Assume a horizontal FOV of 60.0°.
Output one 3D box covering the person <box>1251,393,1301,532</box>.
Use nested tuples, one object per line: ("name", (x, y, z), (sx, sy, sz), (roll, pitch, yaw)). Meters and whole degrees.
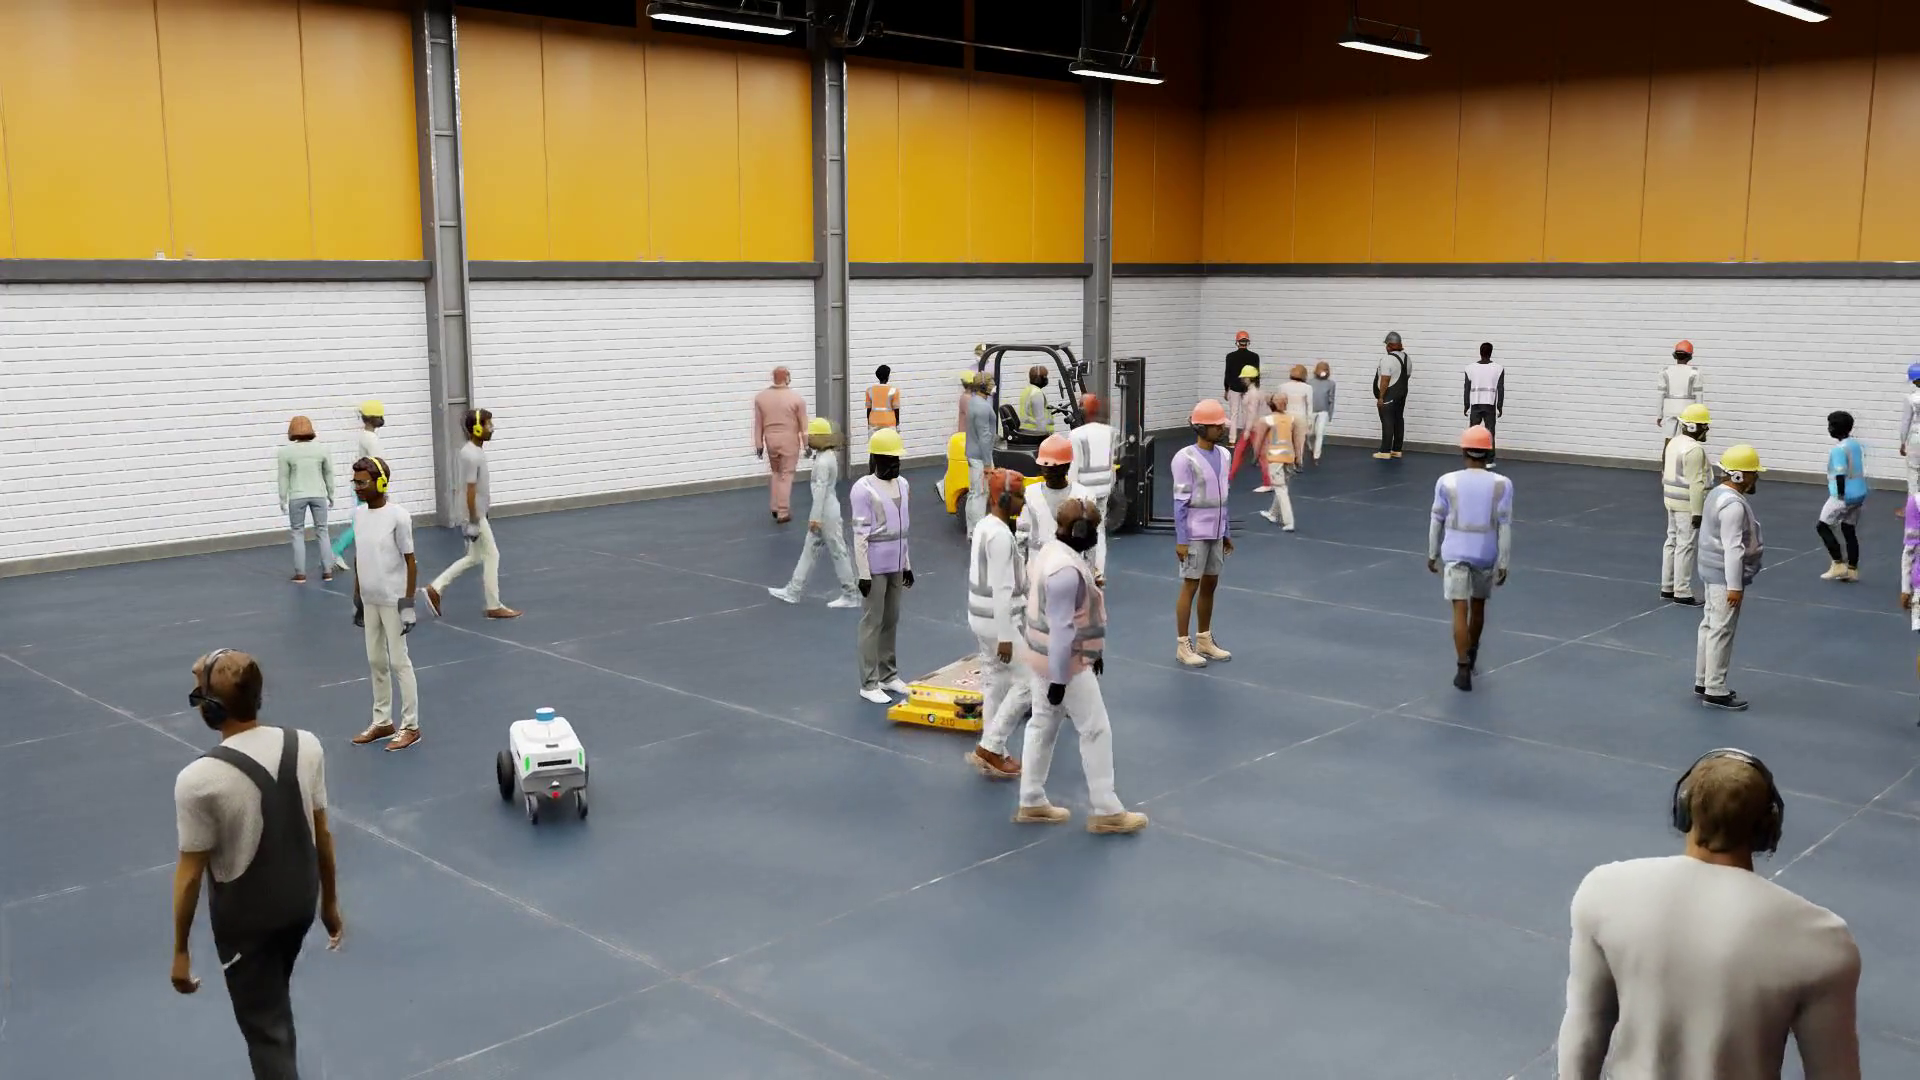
("person", (3.691, -0.912, 19.383), (0.513, 1.587, 0.845), (-5, 10, -27))

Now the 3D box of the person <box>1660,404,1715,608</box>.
("person", (6.560, -0.314, 14.989), (0.404, 1.828, 0.603), (0, 9, 2))

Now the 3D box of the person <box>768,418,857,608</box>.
("person", (-1.317, -0.232, 14.842), (0.849, 1.701, 0.508), (-1, 9, -4))

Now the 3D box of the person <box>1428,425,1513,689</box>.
("person", (3.752, 0.097, 12.270), (0.562, 1.885, 0.973), (2, 9, 12))

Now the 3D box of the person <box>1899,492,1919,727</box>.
("person", (6.590, 0.275, 11.112), (0.548, 1.918, 0.661), (5, 11, 30))

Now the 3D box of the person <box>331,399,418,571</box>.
("person", (-5.995, -0.561, 16.811), (0.850, 1.734, 0.524), (-4, 10, -24))

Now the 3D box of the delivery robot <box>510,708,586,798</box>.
("delivery robot", (-2.330, 1.191, 9.378), (0.477, 0.478, 0.707), (-4, 10, -21))

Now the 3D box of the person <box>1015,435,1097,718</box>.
("person", (0.644, 0.250, 11.216), (0.552, 1.933, 0.368), (1, 9, 4))

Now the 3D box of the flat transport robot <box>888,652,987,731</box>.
("flat transport robot", (0.135, 1.027, 11.536), (0.652, 0.197, 1.431), (5, 10, 27))

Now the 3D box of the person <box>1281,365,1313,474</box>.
("person", (4.942, -1.779, 24.677), (0.609, 1.610, 0.315), (5, 11, 28))

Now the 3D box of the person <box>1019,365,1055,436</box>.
("person", (0.964, -1.258, 20.750), (0.429, 1.841, 0.633), (-2, 9, -12))

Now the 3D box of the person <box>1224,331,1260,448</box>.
("person", (4.782, -2.554, 28.256), (0.612, 1.986, 0.401), (-1, 9, -8))

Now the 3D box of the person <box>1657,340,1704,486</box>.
("person", (10.048, -1.763, 23.223), (0.605, 2.045, 0.377), (7, 11, 35))

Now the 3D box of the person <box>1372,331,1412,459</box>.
("person", (6.891, -2.329, 26.703), (0.682, 2.000, 0.533), (-8, 12, -41))

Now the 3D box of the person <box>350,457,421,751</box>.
("person", (-3.649, 0.398, 10.510), (0.533, 1.868, 0.309), (5, 11, 29))

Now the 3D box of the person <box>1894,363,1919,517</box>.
("person", (11.857, -1.201, 20.264), (0.746, 1.900, 0.397), (2, 10, 13))

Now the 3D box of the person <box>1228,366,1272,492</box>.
("person", (3.848, -1.494, 22.528), (0.877, 1.717, 0.547), (0, 9, -2))

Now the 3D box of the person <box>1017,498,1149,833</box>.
("person", (0.679, 0.674, 9.013), (0.794, 1.803, 0.621), (-1, 9, -7))

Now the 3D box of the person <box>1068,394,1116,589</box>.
("person", (1.219, -0.448, 15.716), (0.582, 1.872, 0.405), (-6, 11, -32))

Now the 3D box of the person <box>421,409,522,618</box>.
("person", (-4.241, -0.212, 14.330), (0.758, 1.846, 0.521), (-3, 10, -20))

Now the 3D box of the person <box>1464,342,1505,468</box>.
("person", (7.996, -2.056, 25.403), (0.592, 1.919, 0.389), (3, 10, 18))

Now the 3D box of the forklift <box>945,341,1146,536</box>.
("forklift", (0.977, -1.223, 19.452), (2.313, 2.155, 1.214), (2, 9, 11))

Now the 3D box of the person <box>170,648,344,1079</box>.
("person", (-2.345, 1.244, 5.461), (0.699, 1.818, 0.546), (5, 11, 30))

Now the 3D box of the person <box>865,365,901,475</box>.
("person", (-1.084, -1.622, 23.454), (0.531, 1.691, 0.321), (3, 10, 18))

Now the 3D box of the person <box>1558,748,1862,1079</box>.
("person", (1.866, 1.424, 4.113), (0.652, 1.900, 0.920), (7, 12, 38))

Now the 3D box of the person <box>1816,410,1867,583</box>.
("person", (8.540, -0.410, 16.074), (0.543, 1.674, 0.433), (-8, 12, -40))

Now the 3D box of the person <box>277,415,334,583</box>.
("person", (-6.313, -0.393, 16.109), (0.536, 1.628, 0.294), (-6, 11, -33))

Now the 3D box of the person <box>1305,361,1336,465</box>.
("person", (5.587, -2.001, 25.986), (0.522, 1.609, 0.647), (2, 9, 10))

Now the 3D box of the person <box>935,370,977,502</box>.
("person", (0.023, -1.315, 21.383), (0.655, 1.743, 0.533), (-2, 9, -10))

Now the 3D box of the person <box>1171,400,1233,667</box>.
("person", (1.886, -0.055, 12.753), (0.615, 2.042, 0.375), (-9, 13, -42))

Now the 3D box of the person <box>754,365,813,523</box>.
("person", (-2.091, -1.155, 19.968), (0.661, 1.884, 0.589), (3, 10, 19))

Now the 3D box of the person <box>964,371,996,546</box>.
("person", (0.236, -0.868, 18.058), (0.373, 1.940, 0.628), (-2, 9, -12))

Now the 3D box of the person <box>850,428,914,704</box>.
("person", (-0.525, 0.173, 11.714), (0.368, 1.927, 0.589), (6, 11, 32))

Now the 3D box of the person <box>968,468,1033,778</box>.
("person", (0.257, 0.505, 9.837), (0.416, 1.873, 0.597), (-2, 9, -9))

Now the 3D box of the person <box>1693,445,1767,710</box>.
("person", (5.338, 0.248, 11.543), (0.403, 1.830, 0.599), (2, 9, 13))

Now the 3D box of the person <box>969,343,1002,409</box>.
("person", (0.344, -1.939, 24.626), (0.635, 1.937, 0.352), (9, 13, 43))
